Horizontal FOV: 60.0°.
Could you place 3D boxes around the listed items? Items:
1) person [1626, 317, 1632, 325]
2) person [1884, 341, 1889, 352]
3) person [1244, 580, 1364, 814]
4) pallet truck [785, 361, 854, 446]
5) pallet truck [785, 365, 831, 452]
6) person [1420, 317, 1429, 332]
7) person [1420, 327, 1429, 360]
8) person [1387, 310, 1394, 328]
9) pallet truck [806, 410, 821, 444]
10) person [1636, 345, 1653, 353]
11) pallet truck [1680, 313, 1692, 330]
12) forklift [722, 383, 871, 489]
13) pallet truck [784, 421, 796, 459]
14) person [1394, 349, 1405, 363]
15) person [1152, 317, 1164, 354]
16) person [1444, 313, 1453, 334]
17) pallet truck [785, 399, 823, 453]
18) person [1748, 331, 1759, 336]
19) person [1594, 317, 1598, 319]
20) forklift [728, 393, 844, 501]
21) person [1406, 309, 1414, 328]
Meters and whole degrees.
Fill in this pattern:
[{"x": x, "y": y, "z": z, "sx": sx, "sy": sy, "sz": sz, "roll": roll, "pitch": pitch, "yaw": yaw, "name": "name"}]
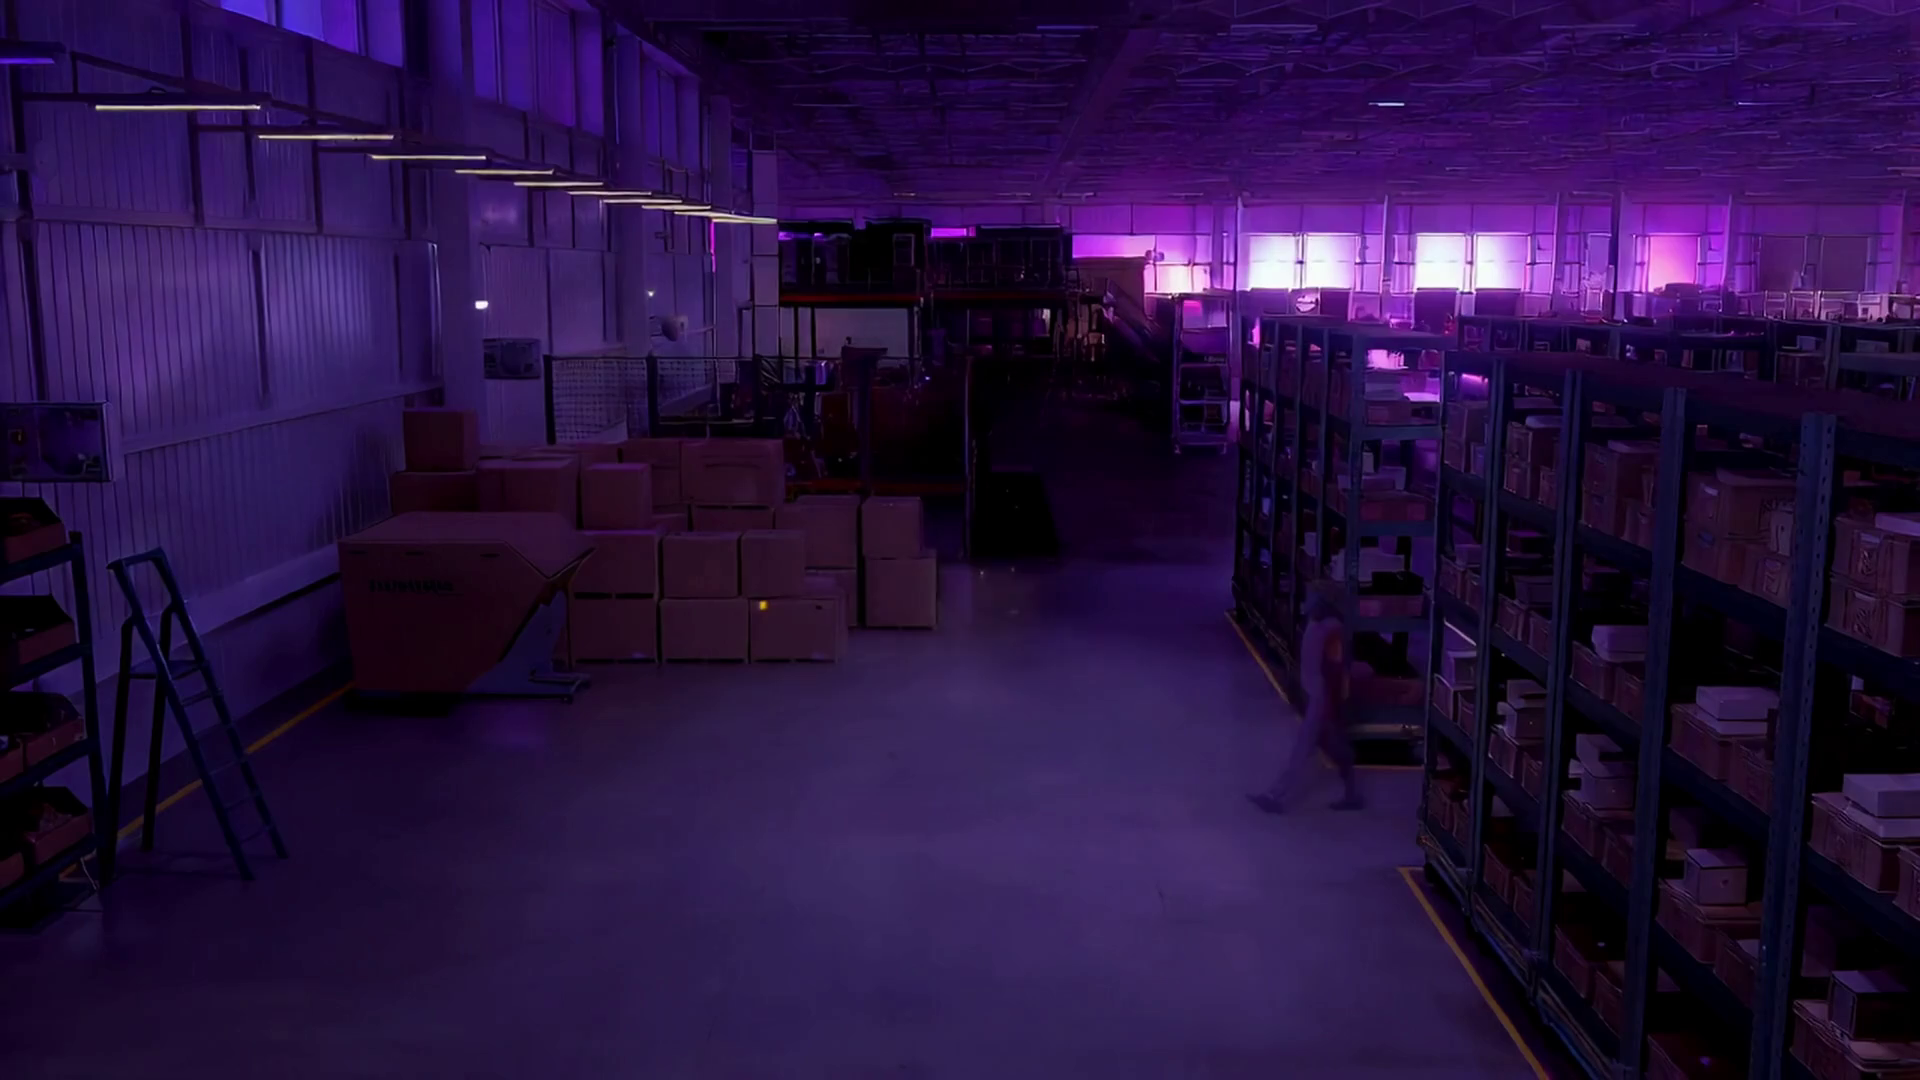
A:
[{"x": 31.360, "y": -9.494, "z": 78.097, "sx": 0.588, "sy": 1.918, "sz": 0.399, "roll": 9, "pitch": 13, "yaw": 44, "name": "person"}, {"x": 32.265, "y": -6.156, "z": 57.916, "sx": 0.948, "sy": 1.777, "sz": 0.615, "roll": 7, "pitch": 11, "yaw": 35, "name": "person"}, {"x": 2.637, "y": 1.188, "z": 12.555, "sx": 0.975, "sy": 1.789, "sz": 0.591, "roll": 0, "pitch": 9, "yaw": -3, "name": "person"}, {"x": -3.410, "y": -3.193, "z": 38.978, "sx": 1.885, "sy": 1.965, "sz": 0.823, "roll": 0, "pitch": 9, "yaw": -1, "name": "pallet truck"}, {"x": -3.774, "y": -2.976, "z": 37.635, "sx": 1.885, "sy": 1.965, "sz": 0.823, "roll": 1, "pitch": 9, "yaw": 5, "name": "pallet truck"}, {"x": 21.352, "y": -9.292, "z": 76.635, "sx": 0.393, "sy": 1.985, "sz": 0.611, "roll": -4, "pitch": 10, "yaw": -21, "name": "person"}, {"x": 17.182, "y": -6.940, "z": 62.092, "sx": 0.816, "sy": 1.988, "sz": 0.624, "roll": -4, "pitch": 10, "yaw": -23, "name": "person"}, {"x": 23.473, "y": -11.542, "z": 90.660, "sx": 0.364, "sy": 1.939, "sz": 0.542, "roll": 3, "pitch": 10, "yaw": 19, "name": "person"}, {"x": -3.559, "y": -2.018, "z": 33.905, "sx": 1.522, "sy": 1.261, "sz": 0.704, "roll": 0, "pitch": 9, "yaw": -1, "name": "pallet truck"}, {"x": 24.431, "y": -6.525, "z": 59.399, "sx": 0.684, "sy": 2.000, "sz": 0.538, "roll": 0, "pitch": 9, "yaw": -2, "name": "person"}, {"x": 36.315, "y": -10.531, "z": 84.244, "sx": 0.823, "sy": 1.965, "sz": 1.885, "roll": -6, "pitch": 11, "yaw": -33, "name": "pallet truck"}, {"x": -2.893, "y": -1.687, "z": 28.729, "sx": 2.680, "sy": 1.987, "sz": 1.157, "roll": 0, "pitch": 9, "yaw": -1, "name": "forklift"}, {"x": -4.013, "y": -1.793, "z": 32.705, "sx": 1.601, "sy": 1.201, "sz": 0.680, "roll": 0, "pitch": 9, "yaw": 1, "name": "pallet truck"}, {"x": 13.567, "y": -5.076, "z": 51.328, "sx": 0.325, "sy": 1.762, "sz": 0.524, "roll": -2, "pitch": 10, "yaw": -15, "name": "person"}, {"x": 9.767, "y": -10.053, "z": 81.902, "sx": 0.624, "sy": 1.815, "sz": 0.856, "roll": -3, "pitch": 10, "yaw": -17, "name": "person"}, {"x": 25.205, "y": -10.773, "z": 85.936, "sx": 0.419, "sy": 1.940, "sz": 0.600, "roll": -4, "pitch": 10, "yaw": -21, "name": "person"}, {"x": -3.814, "y": -2.432, "z": 36.419, "sx": 1.630, "sy": 1.274, "sz": 0.653, "roll": 0, "pitch": 9, "yaw": 1, "name": "pallet truck"}, {"x": 38.401, "y": -9.757, "z": 80.520, "sx": 0.533, "sy": 1.661, "sz": 0.871, "roll": 3, "pitch": 10, "yaw": 16, "name": "person"}, {"x": 31.483, "y": -10.150, "z": 82.449, "sx": 0.768, "sy": 1.818, "sz": 0.630, "roll": -7, "pitch": 11, "yaw": -36, "name": "person"}, {"x": -2.979, "y": -1.316, "z": 26.476, "sx": 2.680, "sy": 1.987, "sz": 1.157, "roll": 0, "pitch": 9, "yaw": 1, "name": "forklift"}, {"x": 25.630, "y": -12.203, "z": 94.802, "sx": 0.393, "sy": 1.921, "sz": 0.585, "roll": 9, "pitch": 13, "yaw": 42, "name": "person"}]
